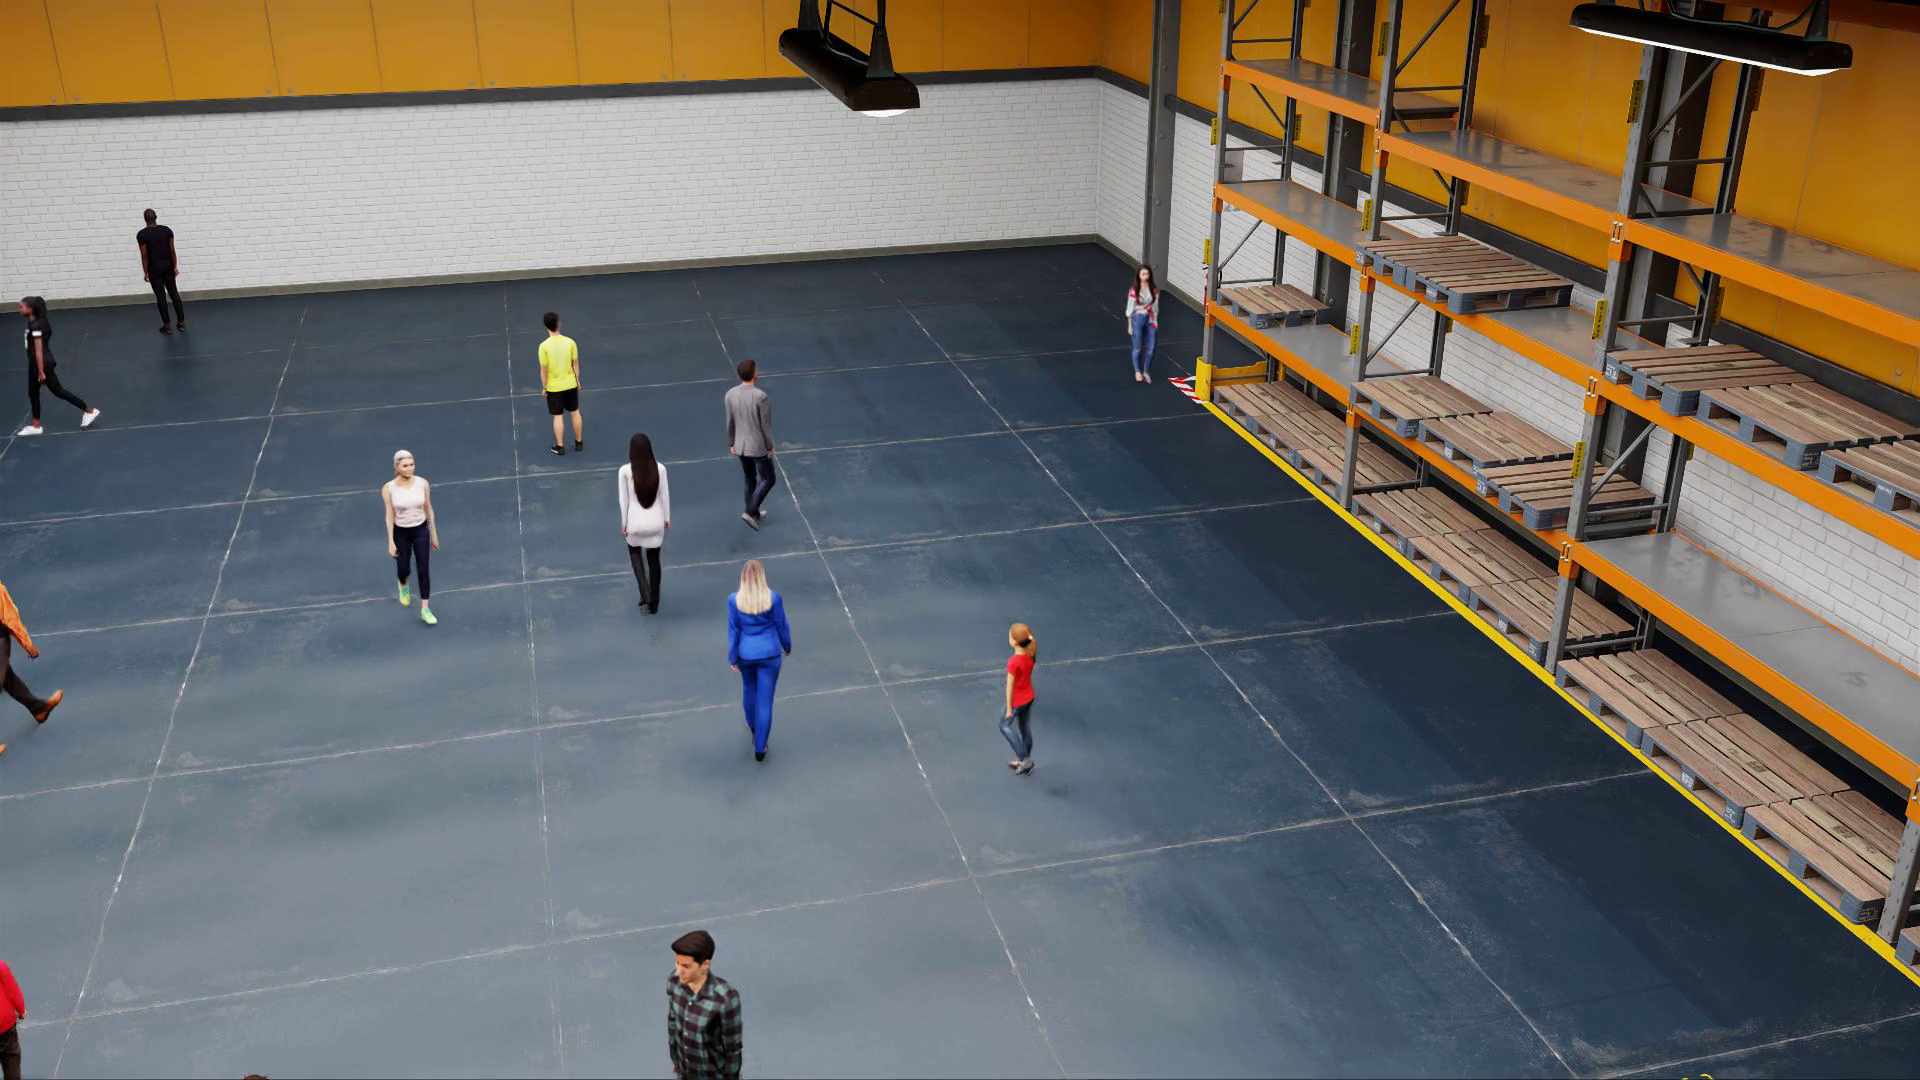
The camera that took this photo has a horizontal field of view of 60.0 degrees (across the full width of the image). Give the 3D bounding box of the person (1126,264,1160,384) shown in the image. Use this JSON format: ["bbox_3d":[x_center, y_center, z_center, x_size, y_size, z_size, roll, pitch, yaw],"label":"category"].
[{"bbox_3d":[2.426,-2.914,22.258,0.650,1.602,0.645,-3,24,-6],"label":"person"}]

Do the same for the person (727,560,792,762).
[{"bbox_3d":[-1.614,0.987,13.242,0.820,1.676,1.009,3,24,6],"label":"person"}]

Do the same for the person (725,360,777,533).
[{"bbox_3d":[-2.205,-0.952,17.453,0.990,1.858,1.064,11,26,23],"label":"person"}]

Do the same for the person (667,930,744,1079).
[{"bbox_3d":[-1.360,2.802,8.903,0.736,1.710,0.785,14,27,29],"label":"person"}]

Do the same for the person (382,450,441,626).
[{"bbox_3d":[-5.179,-0.057,15.608,0.788,1.695,0.940,-16,28,-32],"label":"person"}]

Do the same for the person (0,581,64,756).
[{"bbox_3d":[-7.793,0.908,13.202,1.164,1.853,1.353,8,25,17],"label":"person"}]

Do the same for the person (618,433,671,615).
[{"bbox_3d":[-2.953,-0.111,15.606,0.618,1.795,0.609,-7,25,-16],"label":"person"}]

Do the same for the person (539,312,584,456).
[{"bbox_3d":[-4.725,-1.862,19.722,0.668,1.706,0.617,-13,27,-27],"label":"person"}]

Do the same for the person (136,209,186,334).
[{"bbox_3d":[-11.701,-3.948,24.353,0.740,1.819,0.746,21,31,39],"label":"person"}]

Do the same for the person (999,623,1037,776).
[{"bbox_3d":[0.522,1.275,13.051,0.652,1.302,0.589,20,31,38],"label":"person"}]

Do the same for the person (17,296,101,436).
[{"bbox_3d":[-11.118,-2.123,20.335,0.949,1.694,1.179,-15,28,-31],"label":"person"}]
